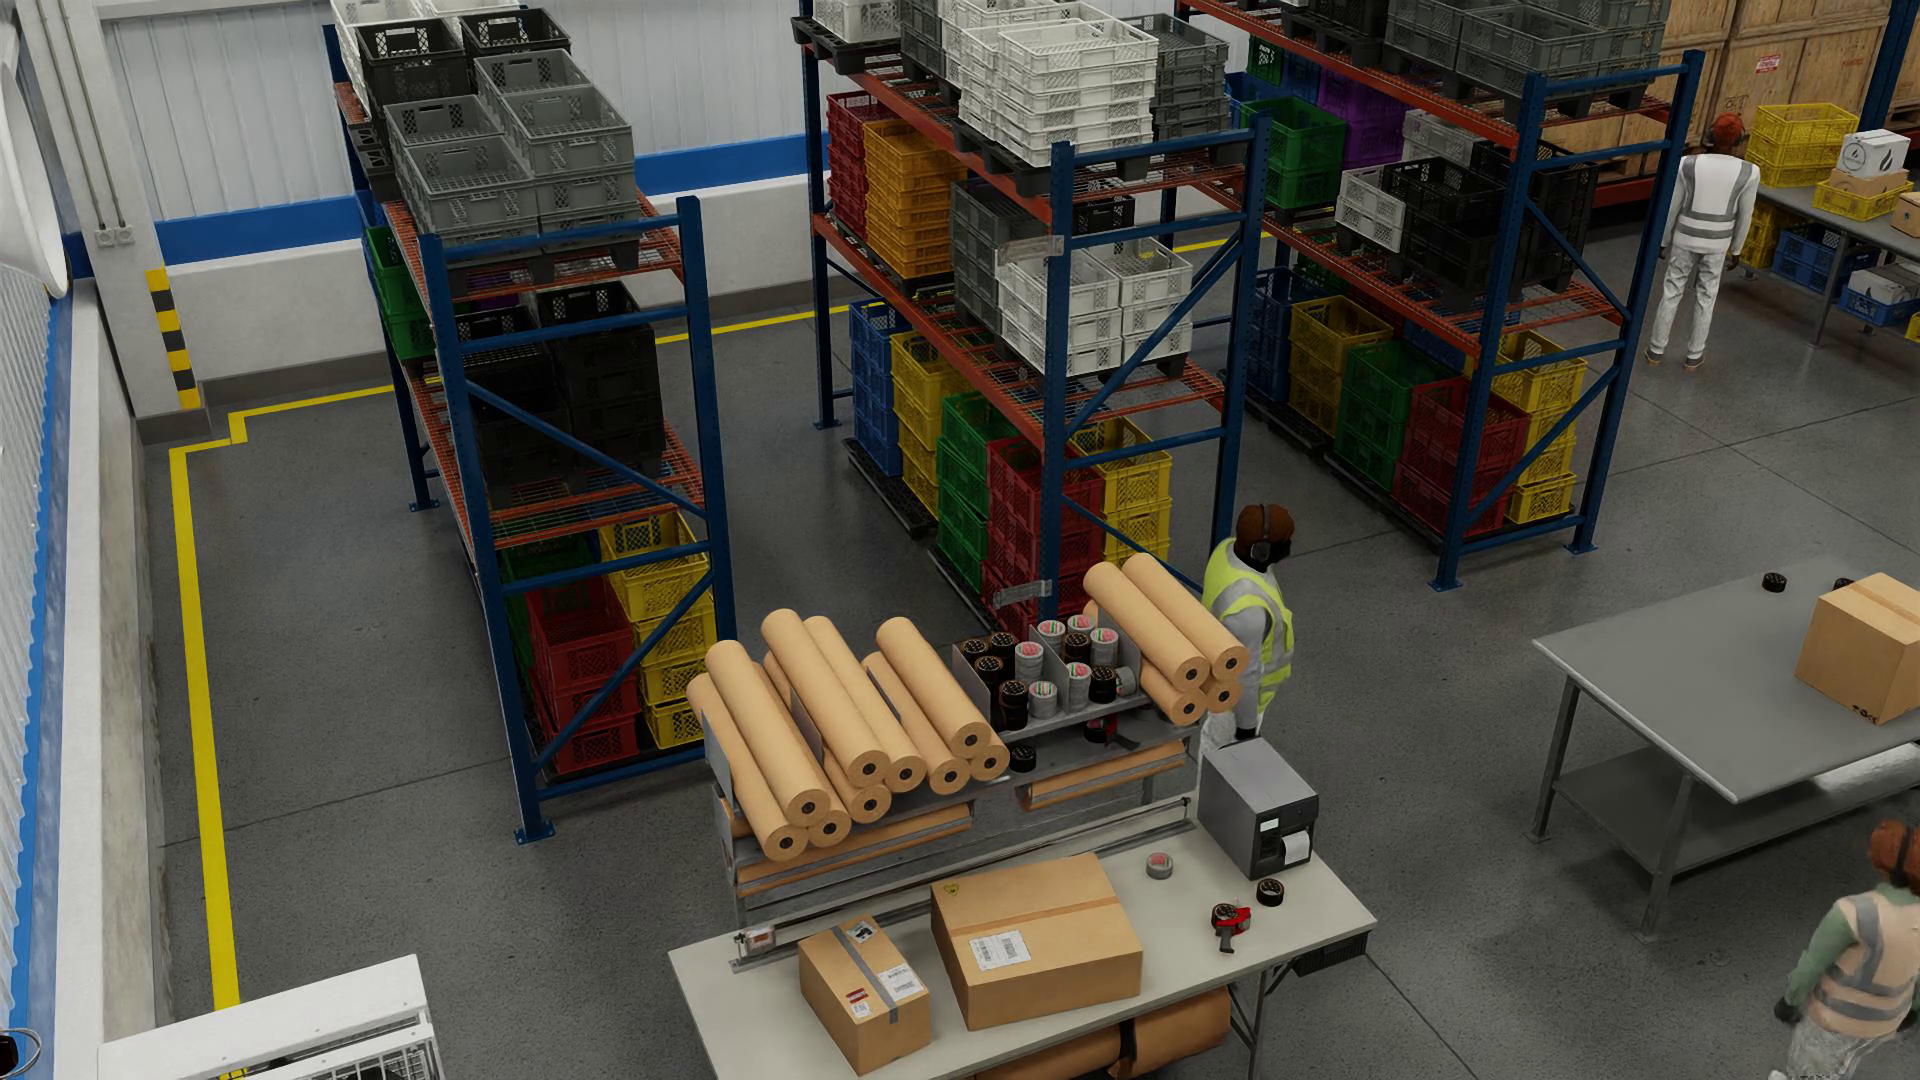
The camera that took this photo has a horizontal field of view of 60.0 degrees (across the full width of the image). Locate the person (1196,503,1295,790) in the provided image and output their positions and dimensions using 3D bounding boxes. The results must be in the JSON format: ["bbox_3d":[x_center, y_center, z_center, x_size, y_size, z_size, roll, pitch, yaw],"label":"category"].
[{"bbox_3d":[1.253,0.639,7.430,0.429,1.835,0.631,1,32,2],"label":"person"}]

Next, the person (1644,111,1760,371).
[{"bbox_3d":[5.279,-2.114,11.853,0.574,1.882,0.356,13,34,20],"label":"person"}]

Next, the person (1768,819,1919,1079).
[{"bbox_3d":[3.218,1.686,5.929,0.530,1.612,0.708,-8,33,-13],"label":"person"}]
